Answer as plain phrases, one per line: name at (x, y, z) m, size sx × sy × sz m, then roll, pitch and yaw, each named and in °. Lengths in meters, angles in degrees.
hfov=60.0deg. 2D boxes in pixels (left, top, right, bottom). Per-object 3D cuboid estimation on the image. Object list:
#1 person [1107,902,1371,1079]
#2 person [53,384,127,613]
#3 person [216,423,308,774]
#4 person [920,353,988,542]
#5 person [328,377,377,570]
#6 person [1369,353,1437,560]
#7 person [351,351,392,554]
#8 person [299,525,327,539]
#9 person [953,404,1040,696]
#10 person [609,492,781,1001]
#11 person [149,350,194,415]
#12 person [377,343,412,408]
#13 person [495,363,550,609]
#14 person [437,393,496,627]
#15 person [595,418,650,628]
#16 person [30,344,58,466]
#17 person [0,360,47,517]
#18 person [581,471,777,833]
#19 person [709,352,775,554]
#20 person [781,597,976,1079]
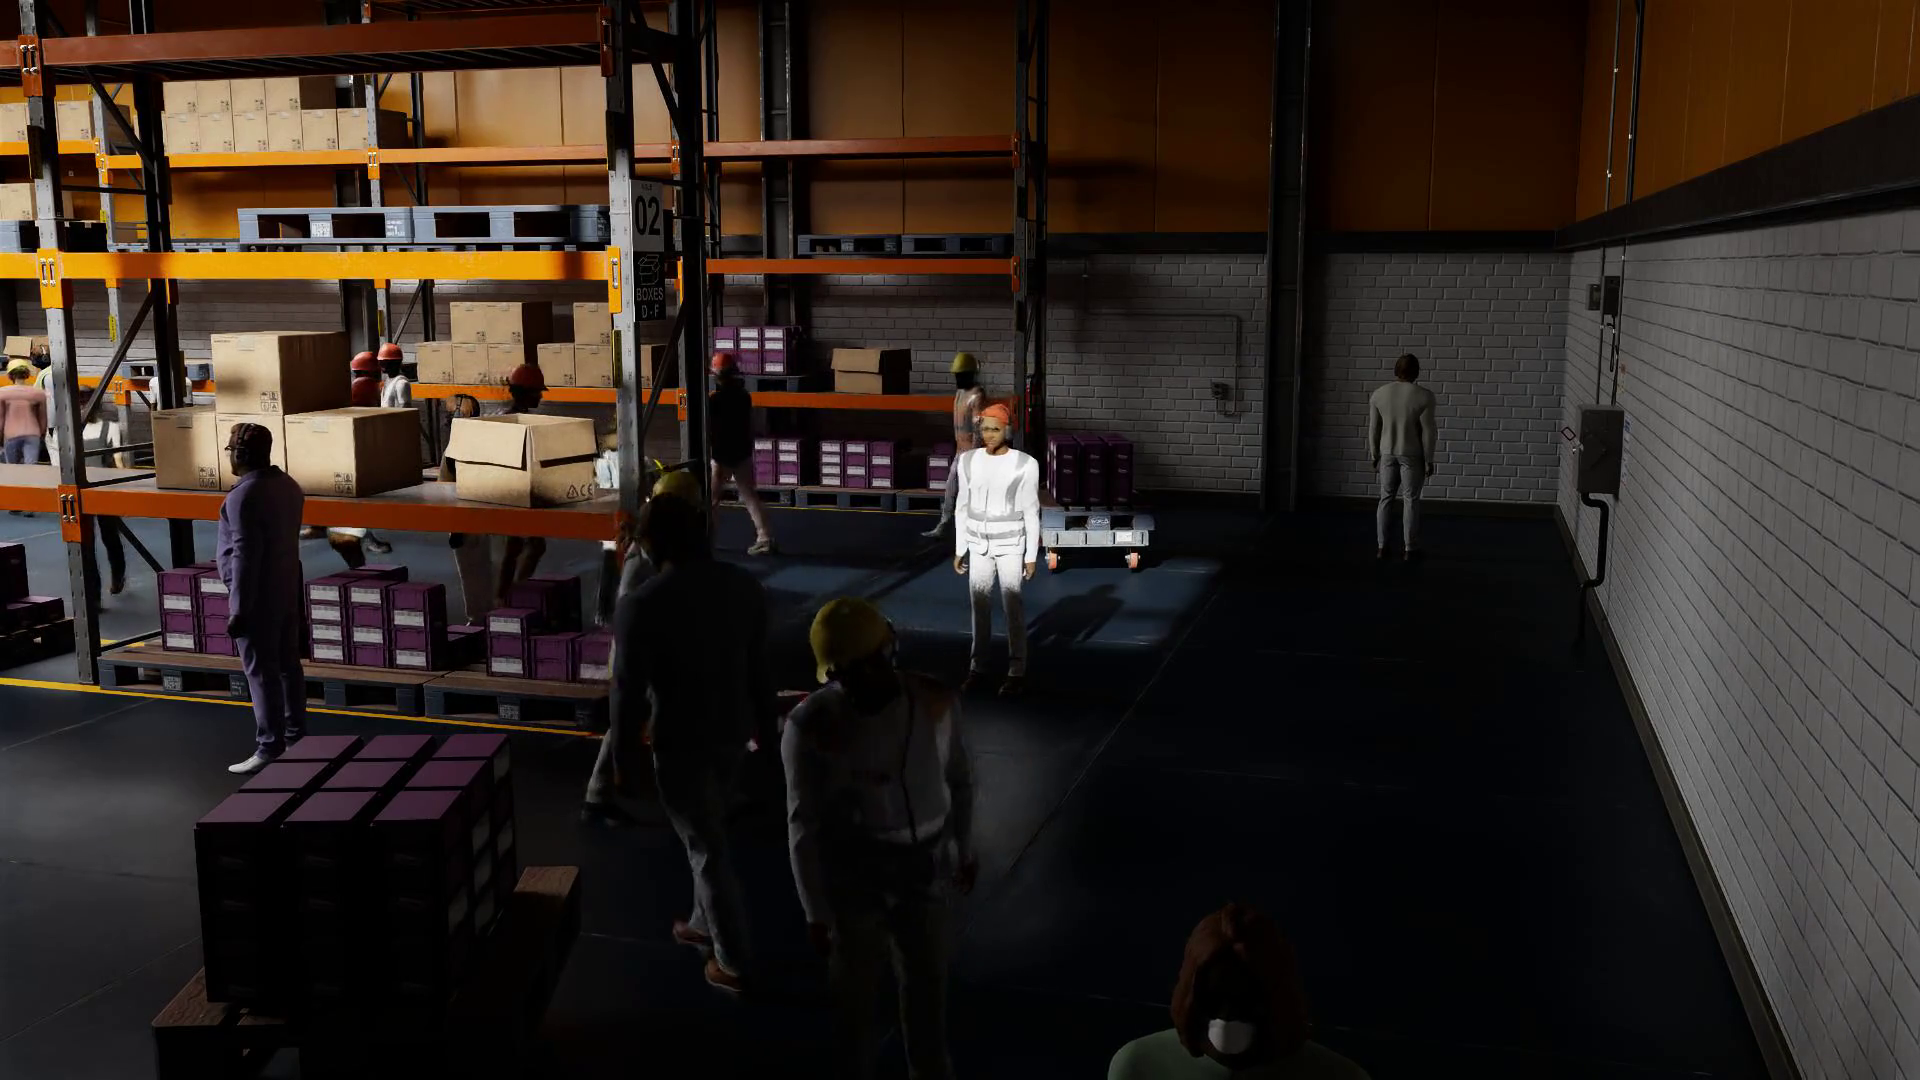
person at (0.498, 1.441, 3.041) m, size 0.501 × 1.628 × 0.275 m, roll 2°, pitch 10°, yaw 15°
person at (-6.983, -0.359, 13.423) m, size 0.519 × 1.822 × 0.804 m, roll -3°, pitch 10°, yaw -18°
person at (-3.817, 0.313, 9.064) m, size 0.408 × 1.906 × 0.652 m, roll 0°, pitch 9°, yaw 3°
person at (0.018, -0.892, 16.430) m, size 0.919 × 1.887 × 0.605 m, roll -5°, pitch 10°, yaw -26°
person at (-4.780, -0.342, 13.108) m, size 0.583 × 1.888 × 0.432 m, roll 8°, pitch 12°, yaw 39°
person at (4.155, -0.779, 15.618) m, size 0.637 × 1.938 × 0.355 m, roll 7°, pitch 11°, yaw 35°
person at (-5.679, -0.838, 15.982) m, size 0.373 × 1.939 × 0.545 m, roll -3°, pitch 10°, yaw -16°
person at (-6.341, -1.000, 16.659) m, size 0.699 × 2.000 × 0.638 m, roll 9°, pitch 13°, yaw 42°
person at (0.239, 0.062, 10.691) m, size 0.581 × 1.879 × 0.346 m, roll 5°, pitch 10°, yaw 27°
person at (-1.059, 0.763, 6.320) m, size 0.652 × 1.905 × 0.824 m, roll -9°, pitch 13°, yaw -43°
person at (-8.566, -1.166, 18.192) m, size 0.534 × 1.869 × 0.315 m, roll 1°, pitch 9°, yaw 5°
person at (-6.018, -1.122, 17.717) m, size 0.359 × 1.938 × 0.545 m, roll -7°, pitch 12°, yaw -37°
person at (-3.337, -0.335, 12.680) m, size 0.590 × 2.014 × 0.614 m, roll 0°, pitch 9°, yaw -3°
person at (-3.549, -0.132, 11.978) m, size 0.429 × 1.844 × 0.622 m, roll 0°, pitch 9°, yaw -1°
person at (-2.501, -0.122, 12.368) m, size 0.499 × 1.695 × 0.783 m, roll -9°, pitch 13°, yaw -43°
person at (-10.805, -1.404, 19.769) m, size 0.429 × 1.837 × 0.624 m, roll -5°, pitch 11°, yaw -28°
person at (-10.388, -1.129, 18.397) m, size 0.541 × 1.709 × 0.778 m, roll -6°, pitch 11°, yaw -33°
person at (-1.404, 0.548, 8.043) m, size 1.025 × 1.760 × 0.615 m, roll 1°, pitch 9°, yaw 4°
person at (-2.180, -0.822, 15.899) m, size 1.047 × 1.948 × 0.628 m, roll 7°, pitch 11°, yaw 35°
person at (-0.167, 1.030, 5.098) m, size 0.742 × 1.788 × 0.407 m, roll -5°, pitch 11°, yaw -28°
